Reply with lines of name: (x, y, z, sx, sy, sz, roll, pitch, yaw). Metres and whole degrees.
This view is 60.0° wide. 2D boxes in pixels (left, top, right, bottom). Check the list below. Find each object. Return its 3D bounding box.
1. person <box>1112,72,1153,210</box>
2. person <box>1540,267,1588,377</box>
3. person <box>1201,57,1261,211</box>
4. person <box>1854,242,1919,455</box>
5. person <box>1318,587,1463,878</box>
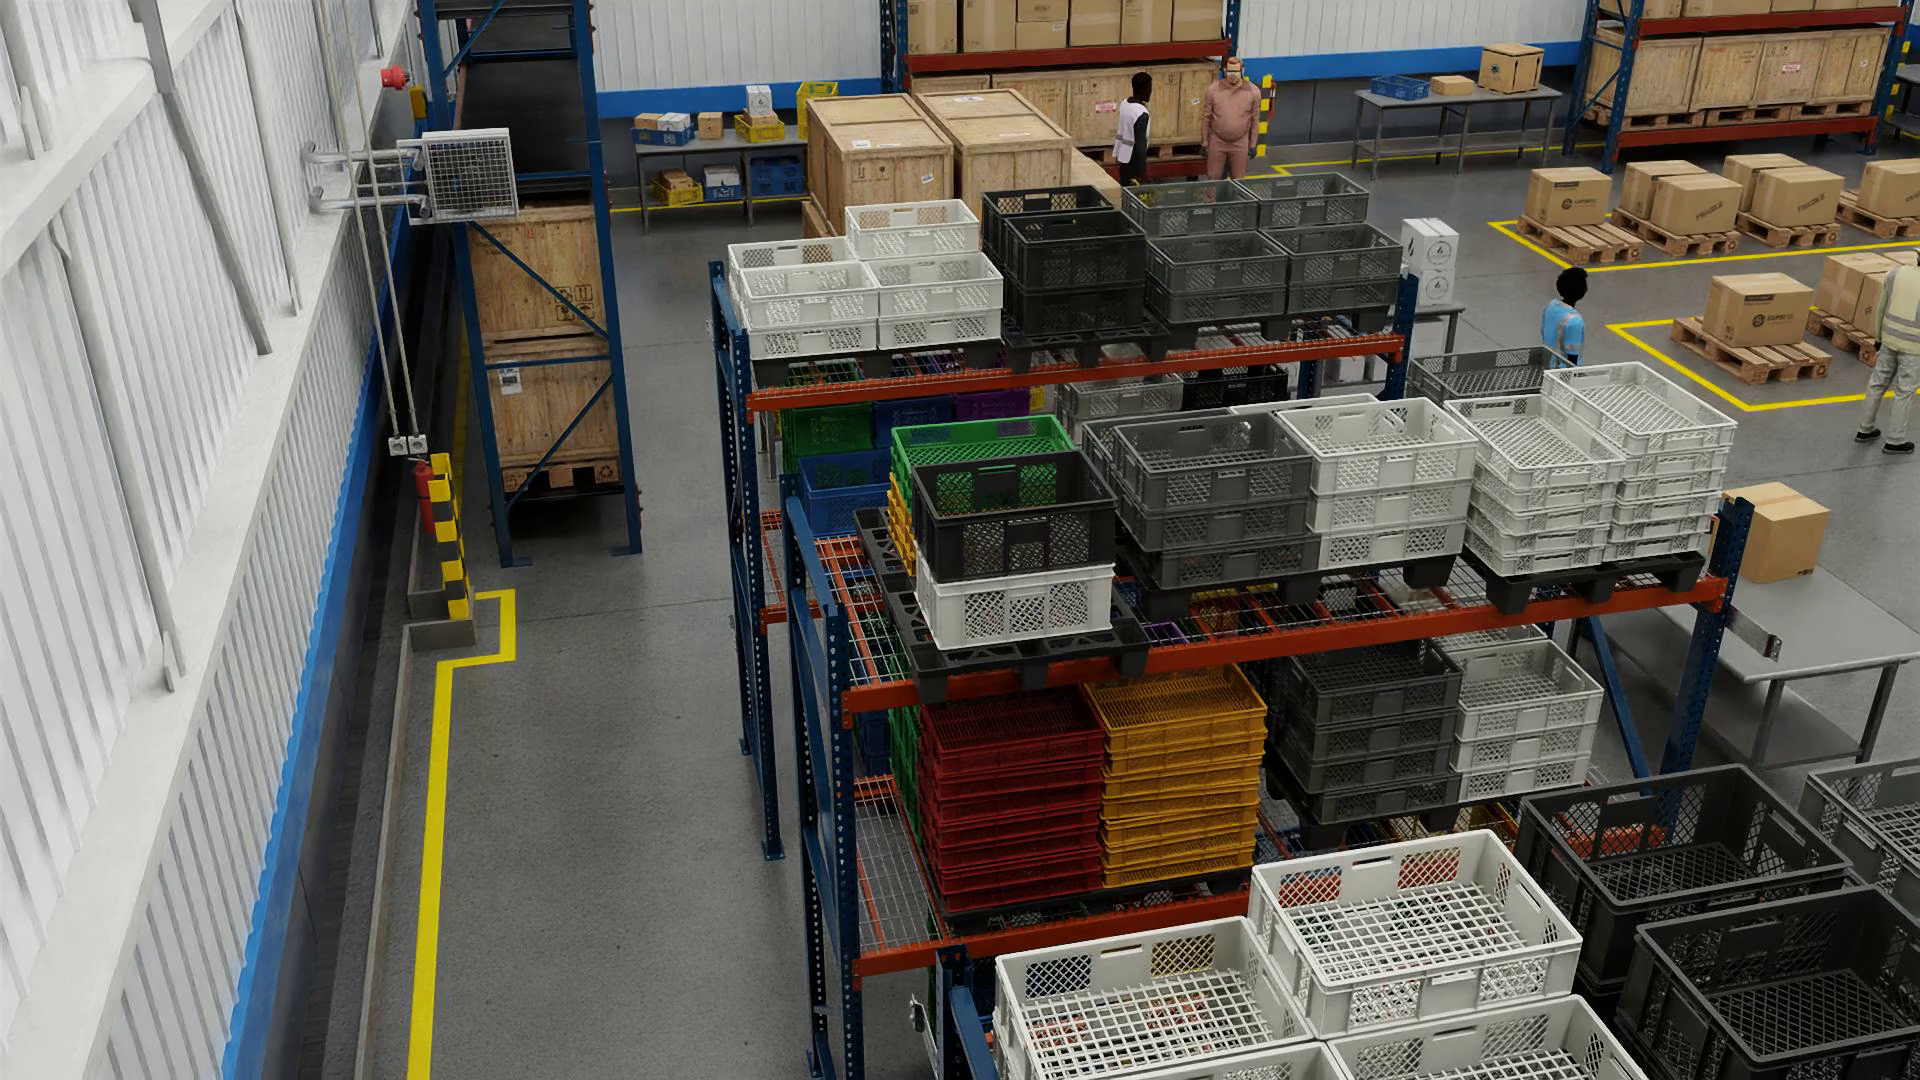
person: (1.867, -4.117, 18.089, 0.385, 1.910, 0.592, -8, 29, -14)
person: (4.664, -1.307, 12.975, 0.318, 1.700, 0.535, -3, 28, -6)
person: (3.038, -4.488, 18.791, 0.651, 1.906, 0.403, 4, 28, 8)
person: (7.628, -1.594, 13.377, 0.403, 1.834, 0.589, -12, 30, -21)
person: (2.137, 1.058, 8.269, 0.746, 1.898, 0.646, -3, 28, -5)
